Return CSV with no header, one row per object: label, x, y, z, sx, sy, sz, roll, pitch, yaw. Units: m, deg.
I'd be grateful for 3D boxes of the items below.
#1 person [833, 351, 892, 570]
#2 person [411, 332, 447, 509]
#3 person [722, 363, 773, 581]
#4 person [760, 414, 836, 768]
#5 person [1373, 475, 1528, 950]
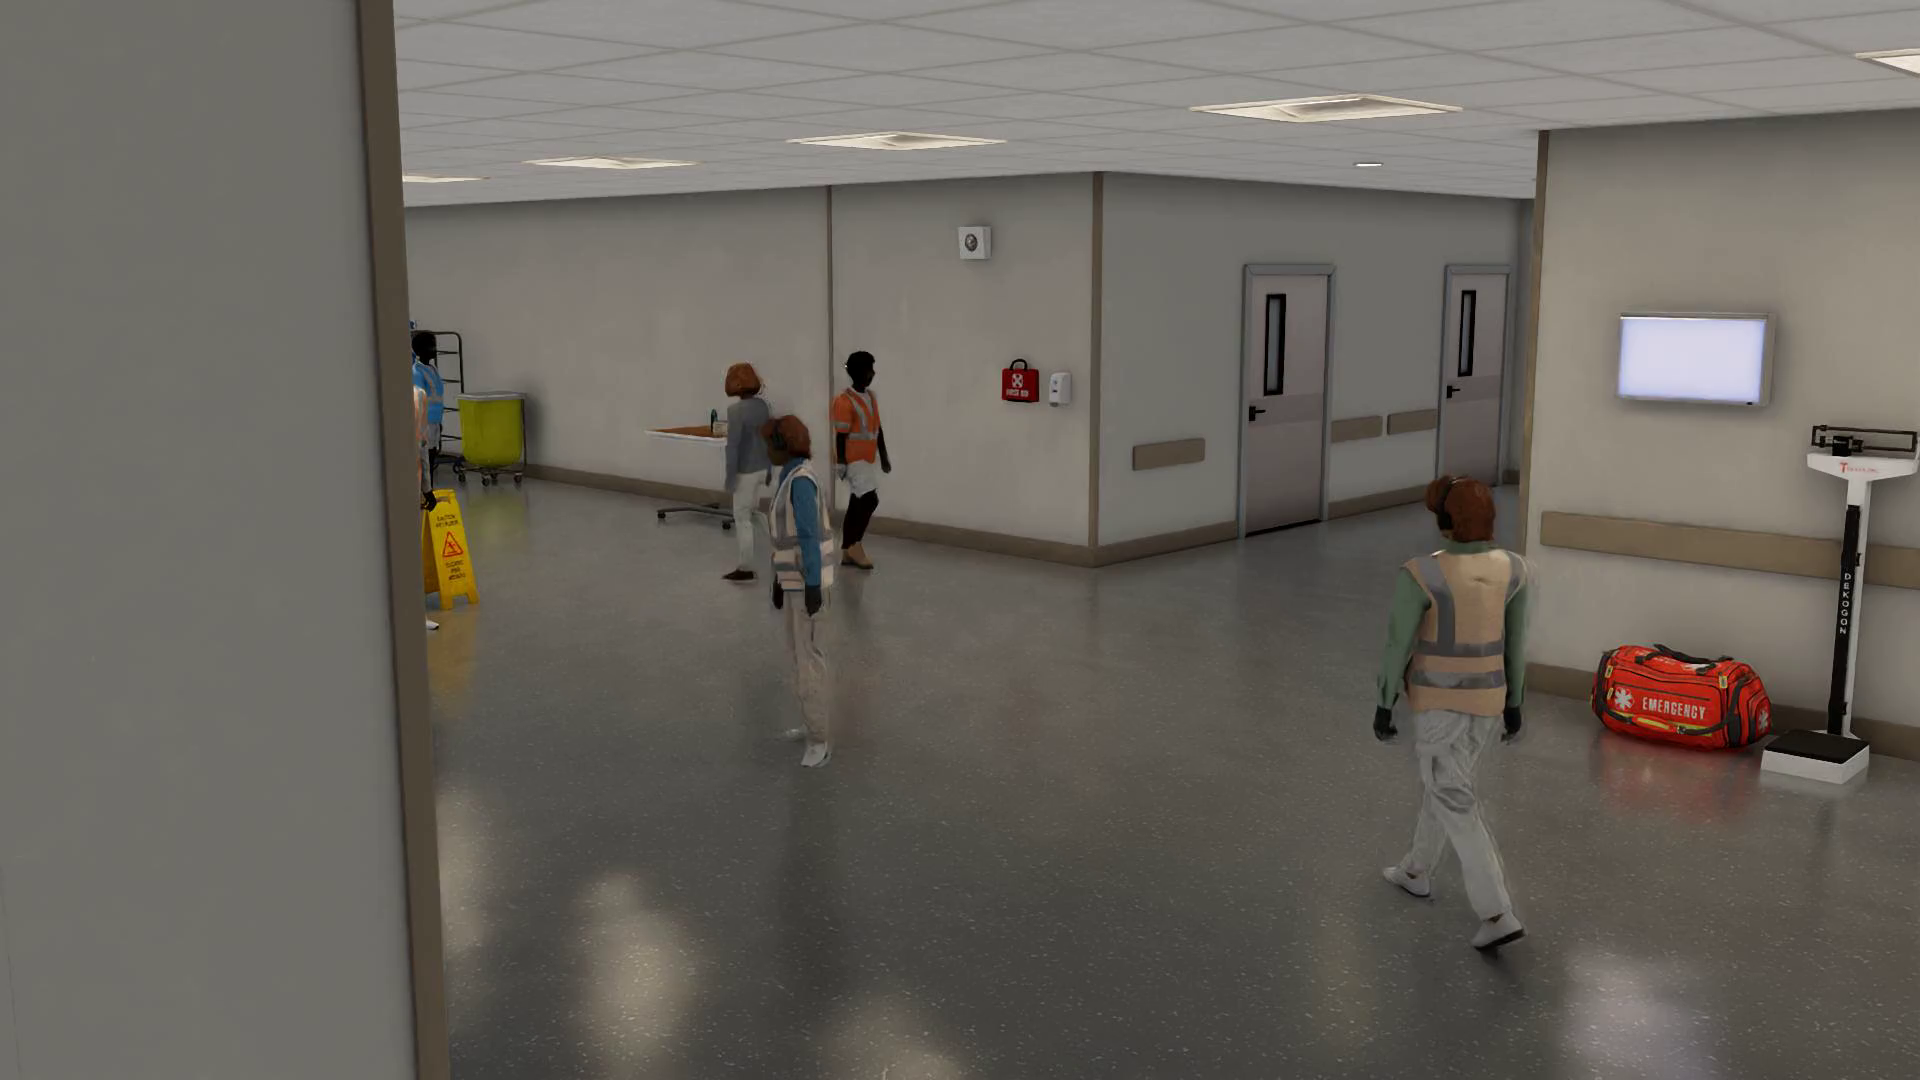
person,-0.742,-0.605,12.721,0.478,1.677,0.540,3,10,18
person,-5.119,-1.147,15.988,0.318,1.700,0.535,0,9,0
person,-1.489,-0.489,12.207,0.487,1.617,0.515,4,10,21
person,-0.742,0.230,7.817,0.326,1.620,0.601,-2,10,-15
person,1.724,0.571,5.756,0.530,1.597,0.851,-4,10,-21
